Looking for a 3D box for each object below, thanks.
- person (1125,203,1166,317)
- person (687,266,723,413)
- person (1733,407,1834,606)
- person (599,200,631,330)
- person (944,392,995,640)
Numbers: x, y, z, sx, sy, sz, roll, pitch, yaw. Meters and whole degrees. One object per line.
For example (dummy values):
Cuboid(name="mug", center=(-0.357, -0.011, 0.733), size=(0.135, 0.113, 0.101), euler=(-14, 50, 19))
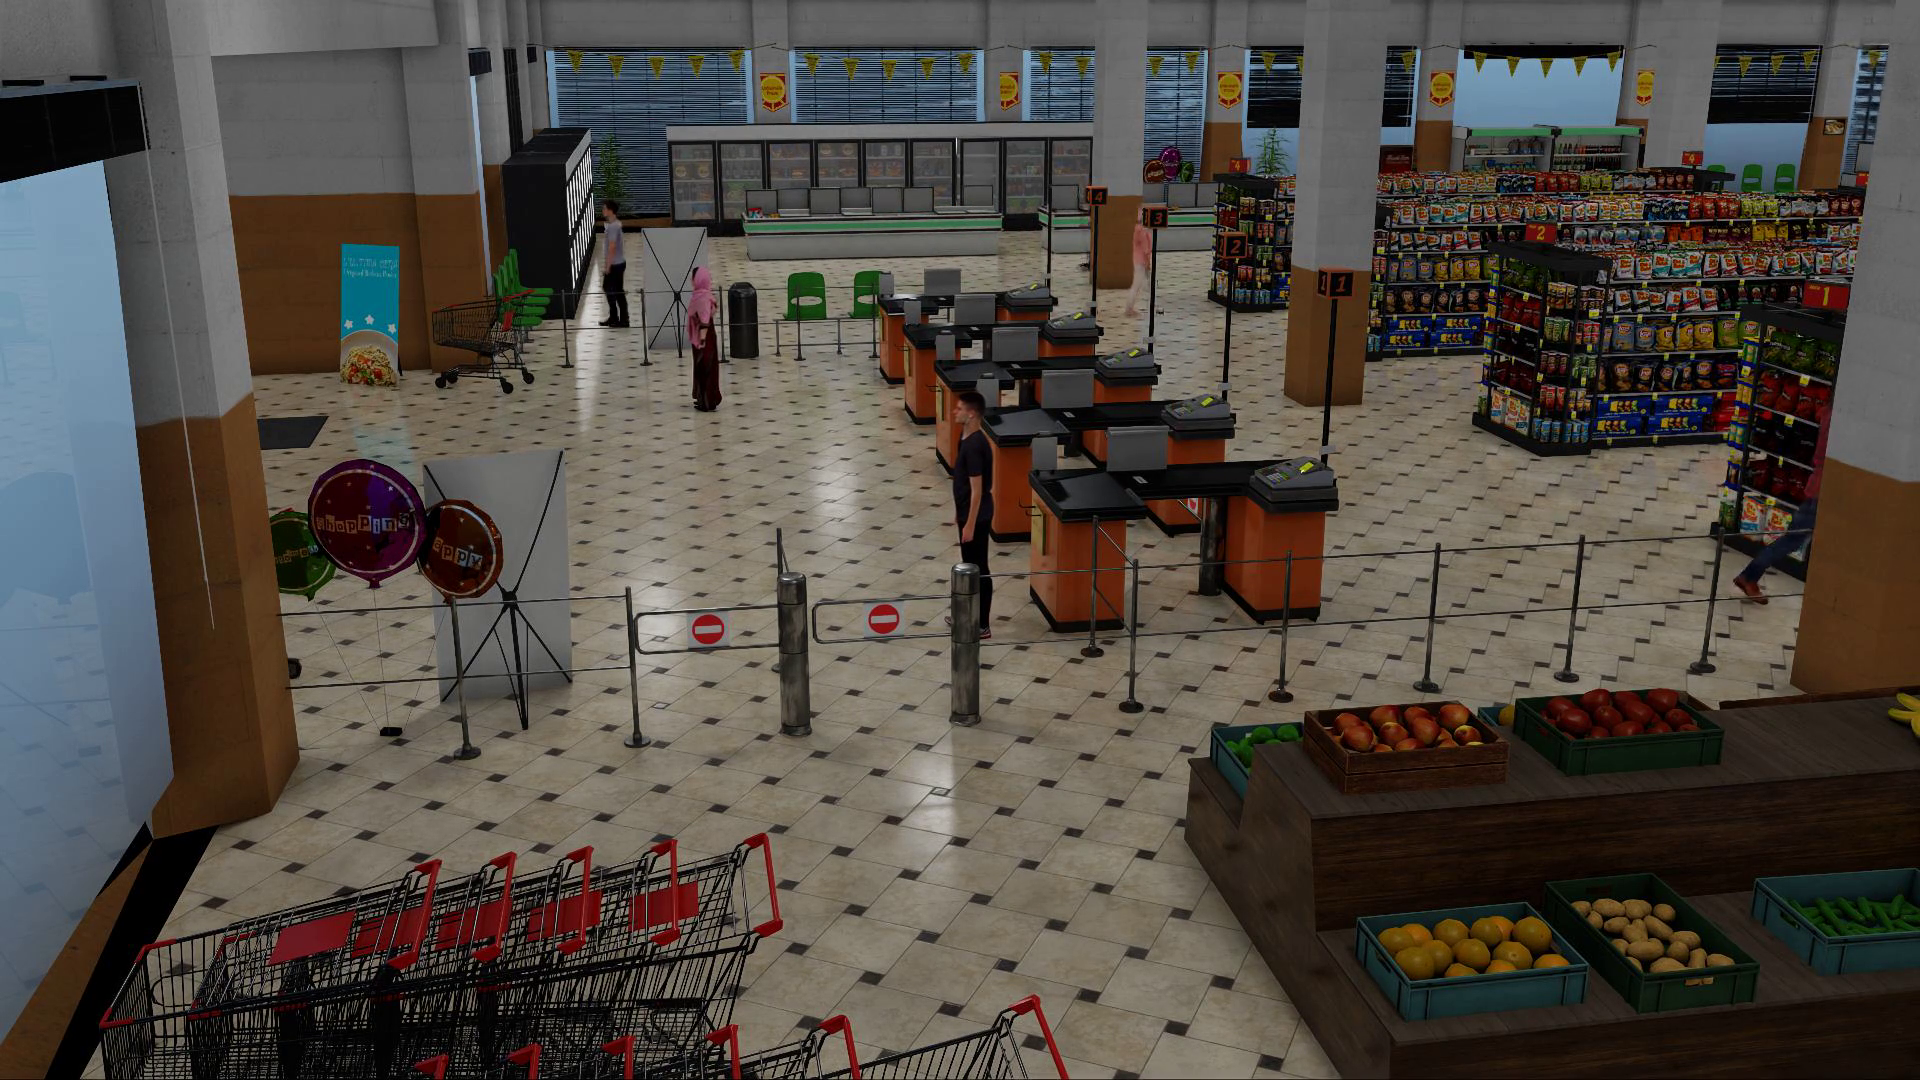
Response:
Cuboid(name="person", center=(2.656, -4.213, 25.112), size=(0.894, 1.702, 0.722), euler=(1, 17, 4))
Cuboid(name="person", center=(-2.912, -2.303, 18.930), size=(0.579, 1.639, 0.654), euler=(-2, 17, -8))
Cuboid(name="person", center=(6.249, -0.329, 12.198), size=(1.318, 1.774, 1.202), euler=(10, 20, 31))
Cuboid(name="person", center=(-4.911, -3.988, 24.103), size=(0.679, 1.858, 0.714), euler=(-2, 17, -7))
Cuboid(name="person", center=(0.090, -0.176, 11.711), size=(0.538, 1.764, 0.627), euler=(-2, 17, -8))
